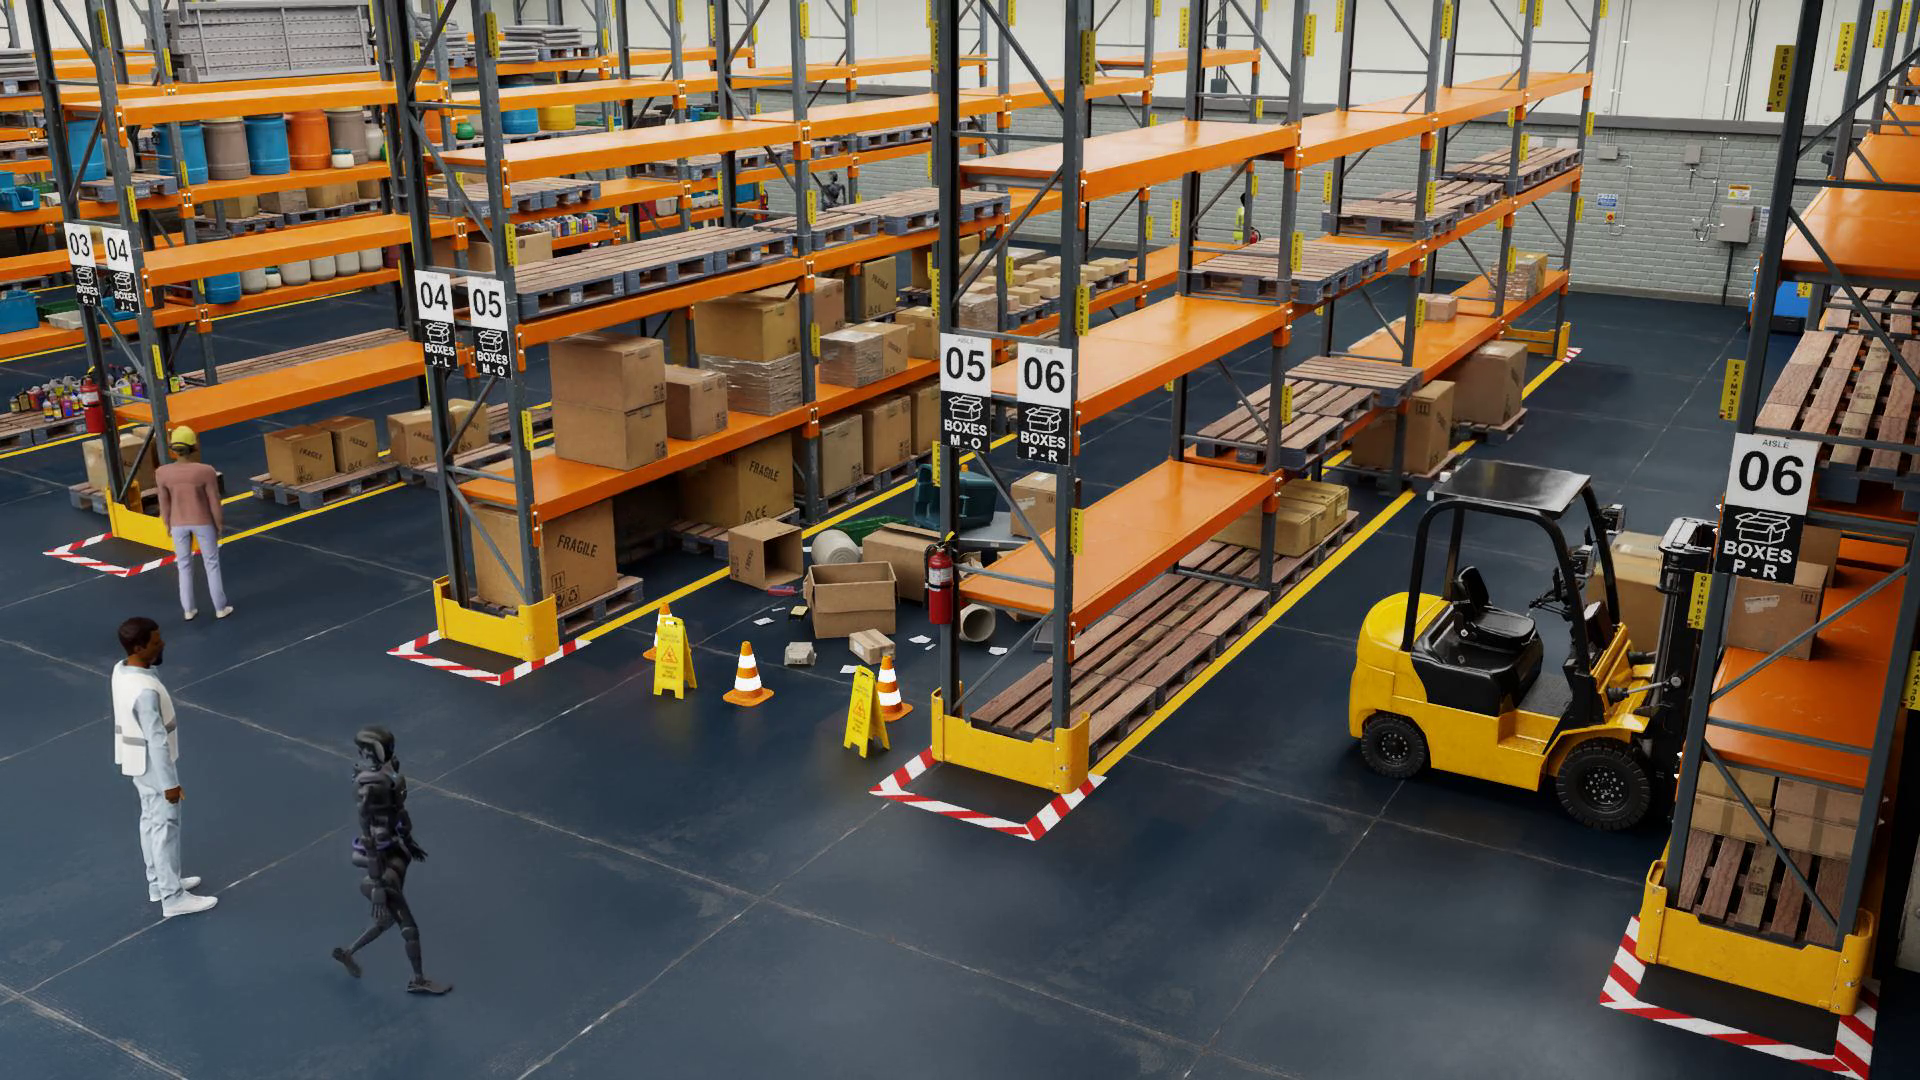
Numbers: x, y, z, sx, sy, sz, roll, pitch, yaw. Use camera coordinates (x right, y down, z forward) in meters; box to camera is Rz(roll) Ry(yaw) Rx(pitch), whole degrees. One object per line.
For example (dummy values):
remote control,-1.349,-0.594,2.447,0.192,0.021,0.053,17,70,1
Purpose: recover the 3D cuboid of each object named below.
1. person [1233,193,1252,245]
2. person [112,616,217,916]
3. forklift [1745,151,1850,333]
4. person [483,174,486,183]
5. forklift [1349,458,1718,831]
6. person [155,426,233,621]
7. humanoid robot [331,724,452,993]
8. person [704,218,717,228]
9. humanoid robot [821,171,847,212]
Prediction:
person,5.163,-5.509,30.374,0.319,1.685,0.537,0,19,-1
person,-4.911,1.372,10.127,0.376,1.917,0.596,-15,24,-37
forklift,13.620,-4.667,26.137,1.873,2.768,1.129,11,22,29
person,-10.398,-7.737,36.640,0.329,1.801,0.536,11,22,30
forklift,3.988,0.658,11.776,2.313,2.155,1.214,11,22,29
person,-6.798,-0.149,14.769,0.538,1.758,0.353,-2,19,-7
humanoid robot,-3.281,1.796,9.344,0.733,1.652,0.609,0,19,0
person,-5.238,-7.062,34.863,0.491,1.688,0.347,-6,20,-17
humanoid robot,-2.579,-6.698,33.864,0.602,1.640,0.702,-10,22,-27
